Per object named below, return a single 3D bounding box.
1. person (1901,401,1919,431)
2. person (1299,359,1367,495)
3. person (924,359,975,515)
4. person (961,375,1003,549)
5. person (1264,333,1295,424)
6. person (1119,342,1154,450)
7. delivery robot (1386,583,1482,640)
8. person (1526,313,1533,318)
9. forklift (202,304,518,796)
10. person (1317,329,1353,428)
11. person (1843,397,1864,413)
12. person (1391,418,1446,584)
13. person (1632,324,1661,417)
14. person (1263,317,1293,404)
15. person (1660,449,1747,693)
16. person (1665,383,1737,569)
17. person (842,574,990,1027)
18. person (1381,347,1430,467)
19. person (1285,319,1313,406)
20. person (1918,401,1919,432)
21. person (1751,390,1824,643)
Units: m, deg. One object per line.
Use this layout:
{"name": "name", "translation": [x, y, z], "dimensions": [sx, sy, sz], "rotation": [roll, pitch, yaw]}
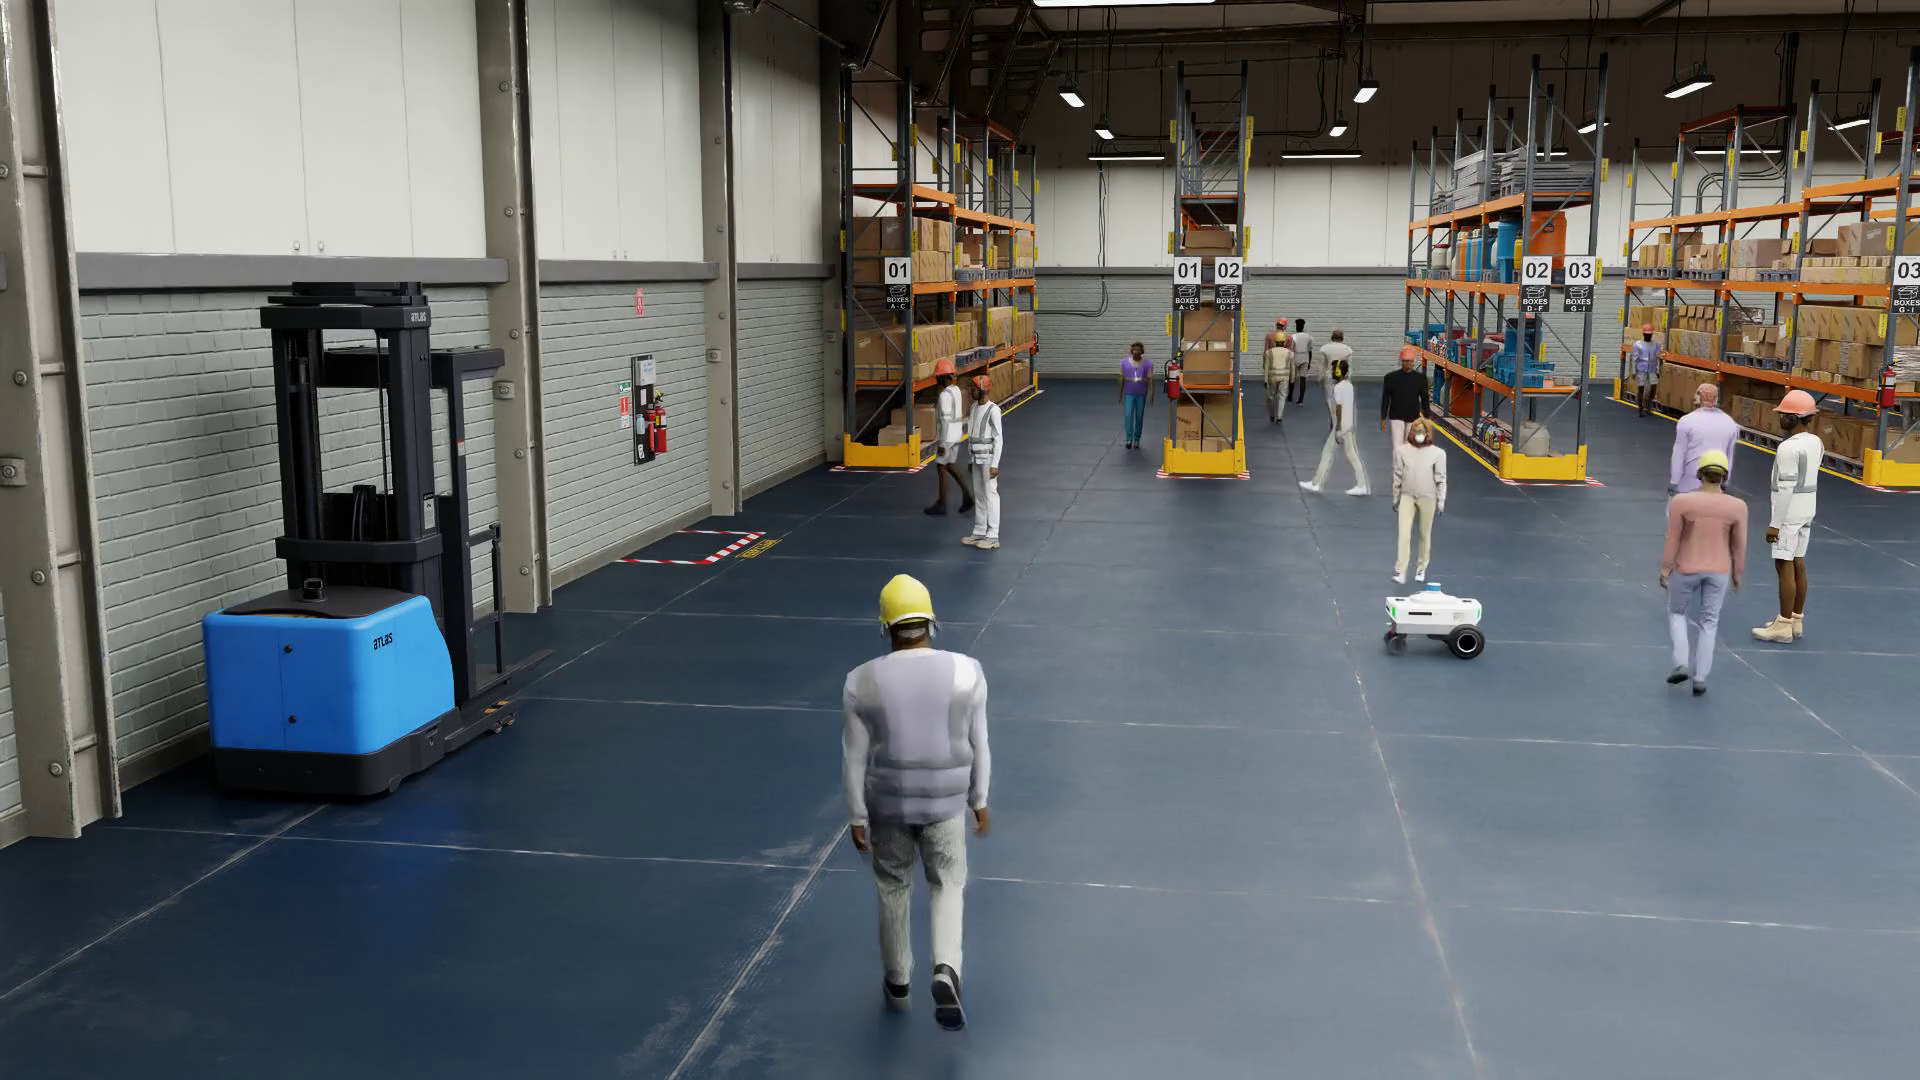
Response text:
{"name": "person", "translation": [16.309, -2.507, 28.443], "dimensions": [0.429, 1.842, 0.633], "rotation": [-2, 9, -11]}
{"name": "person", "translation": [5.114, -1.529, 22.477], "dimensions": [0.973, 1.815, 0.545], "rotation": [7, 12, 38]}
{"name": "person", "translation": [-0.132, -1.276, 20.594], "dimensions": [0.523, 1.938, 0.568], "rotation": [3, 10, 18]}
{"name": "person", "translation": [0.255, -0.858, 18.141], "dimensions": [0.362, 1.883, 0.575], "rotation": [-5, 10, -27]}
{"name": "person", "translation": [6.311, -3.193, 32.856], "dimensions": [0.612, 1.782, 0.948], "rotation": [1, 9, 8]}
{"name": "person", "translation": [2.971, -2.420, 28.016], "dimensions": [0.590, 1.795, 0.946], "rotation": [1, 9, 8]}
{"name": "delivery robot", "translation": [3.748, 0.582, 13.188], "dimensions": [0.707, 0.478, 0.477], "rotation": [1, 9, 7]}
{"name": "person", "translation": [13.699, -4.485, 40.204], "dimensions": [0.617, 1.986, 0.406], "rotation": [-6, 11, -32]}
{"name": "forklift", "translation": [-3.673, -0.038, 10.147], "dimensions": [1.129, 2.768, 1.873], "rotation": [1, 9, 9]}
{"name": "person", "translation": [7.171, -3.074, 31.742], "dimensions": [0.637, 1.913, 0.846], "rotation": [0, 9, -2]}
{"name": "person", "translation": [18.876, -3.580, 35.134], "dimensions": [0.627, 1.825, 0.480], "rotation": [2, 9, 11]}
{"name": "person", "translation": [4.376, -0.362, 15.919], "dimensions": [0.517, 1.592, 0.828], "rotation": [4, 10, 25]}
{"name": "person", "translation": [14.107, -3.471, 34.146], "dimensions": [0.587, 1.916, 0.629], "rotation": [1, 9, 6]}
{"name": "person", "translation": [7.132, -4.003, 37.301], "dimensions": [0.645, 1.956, 0.826], "rotation": [2, 9, 11]}
{"name": "person", "translation": [5.307, 0.221, 11.887], "dimensions": [0.559, 1.751, 0.382], "rotation": [2, 10, 15]}
{"name": "person", "translation": [7.360, -0.609, 16.562], "dimensions": [0.681, 1.894, 0.427], "rotation": [-1, 9, -9]}
{"name": "person", "translation": [-0.172, 1.045, 6.623], "dimensions": [0.601, 1.810, 0.656], "rotation": [-1, 9, -5]}
{"name": "person", "translation": [6.165, -1.669, 22.914], "dimensions": [0.647, 1.950, 0.962], "rotation": [0, 9, 1]}
{"name": "person", "translation": [7.602, -4.010, 37.429], "dimensions": [0.618, 1.925, 0.907], "rotation": [-1, 9, -7]}
{"name": "person", "translation": [16.375, -2.463, 27.942], "dimensions": [0.627, 1.905, 0.507], "rotation": [-1, 9, -4]}
{"name": "person", "translation": [6.760, -0.198, 13.566], "dimensions": [0.607, 2.048, 0.368], "rotation": [-9, 13, -43]}
